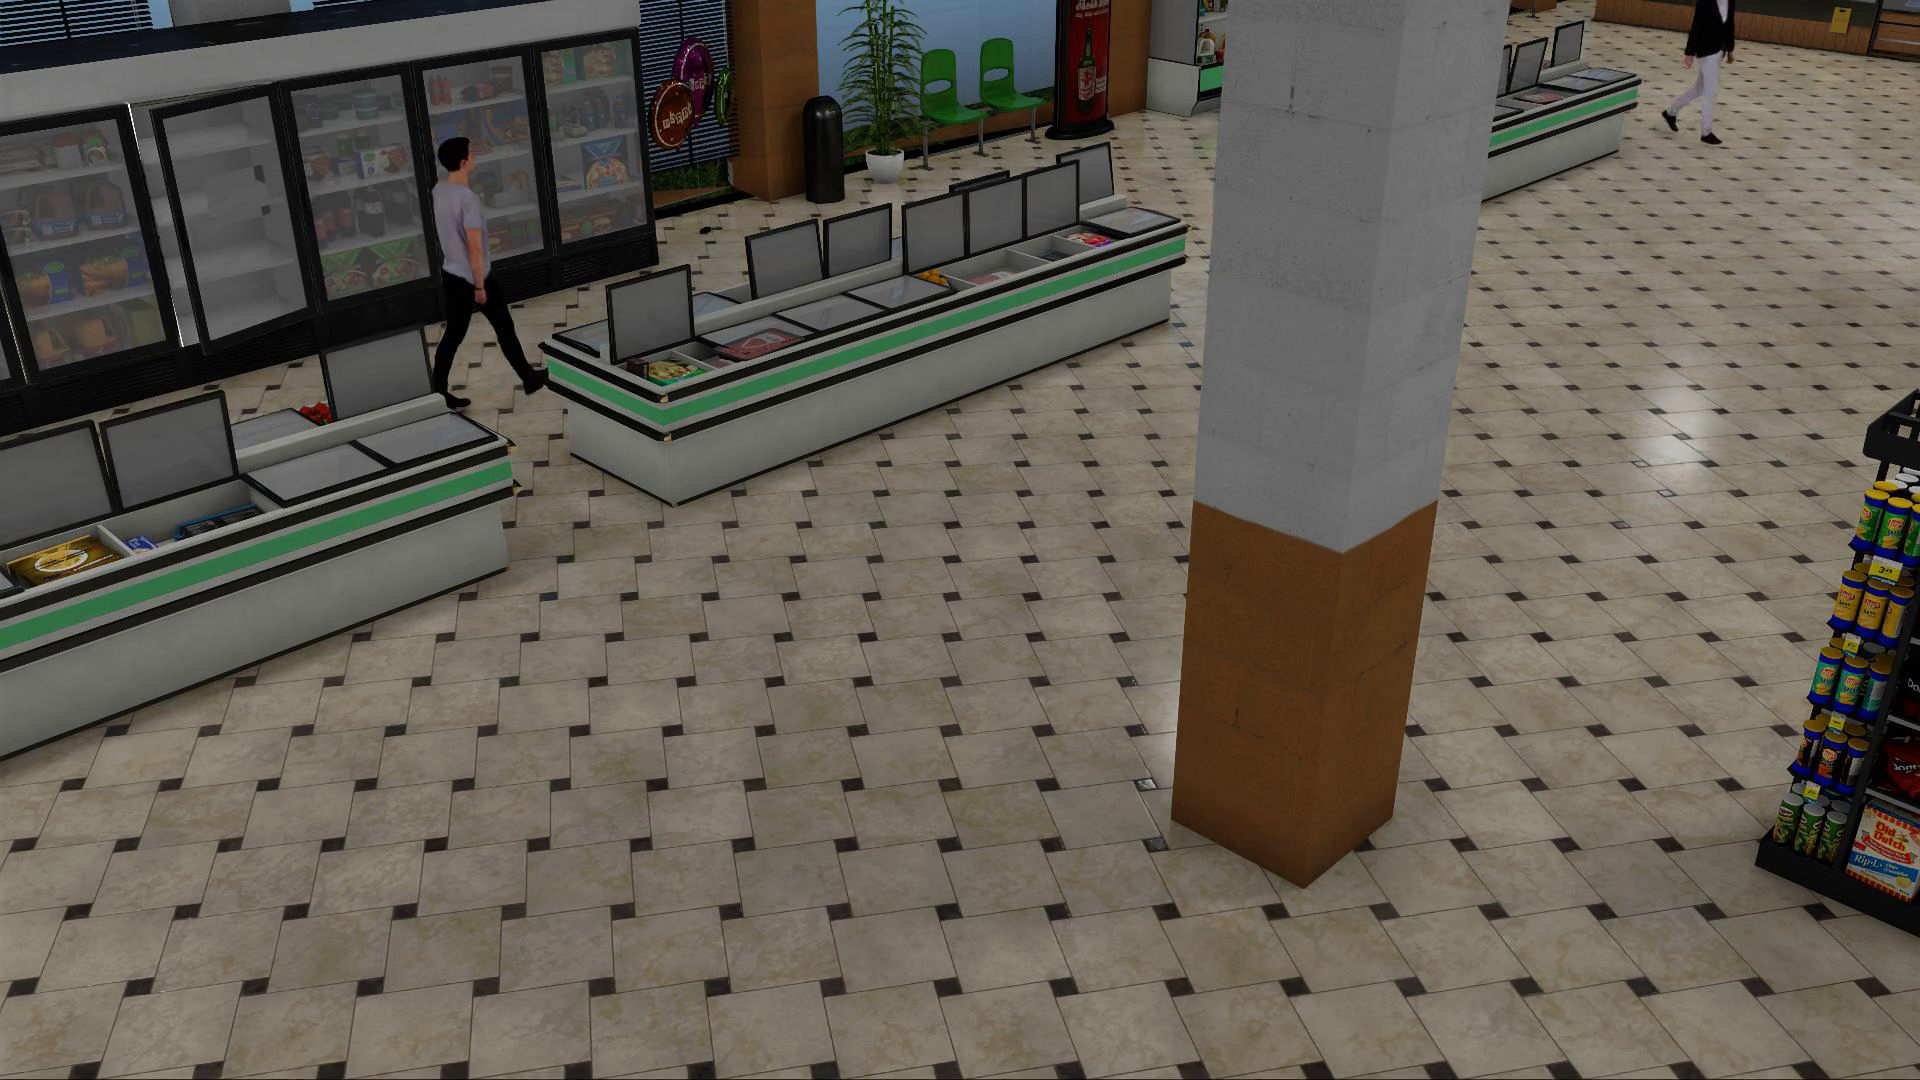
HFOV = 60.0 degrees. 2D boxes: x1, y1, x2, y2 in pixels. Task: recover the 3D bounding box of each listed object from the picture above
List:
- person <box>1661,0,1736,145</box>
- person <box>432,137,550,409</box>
[{"bbox_3d":[8.120,-5.296,18.171,1.203,1.809,0.964,-14,30,-25],"label":"person"},{"bbox_3d":[-3.359,-1.708,11.083,0.720,1.821,1.156,23,35,38],"label":"person"}]
